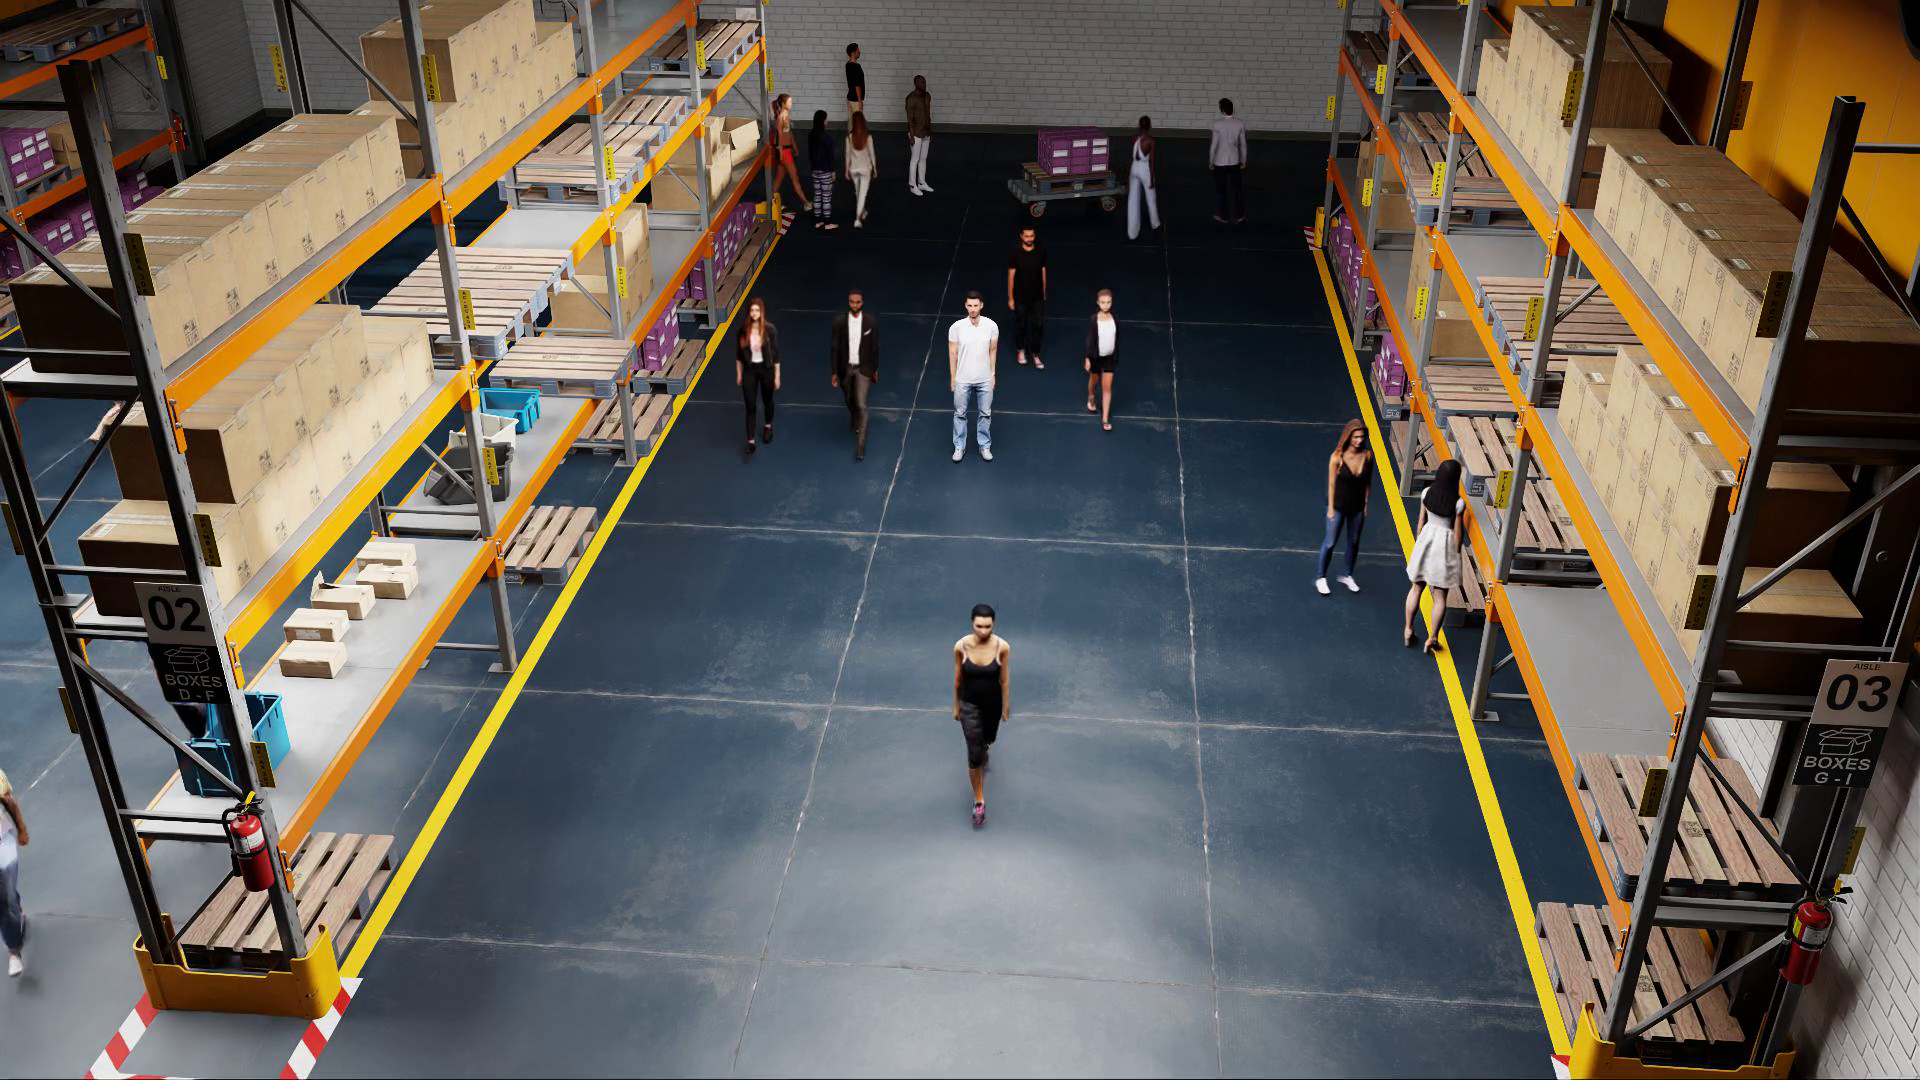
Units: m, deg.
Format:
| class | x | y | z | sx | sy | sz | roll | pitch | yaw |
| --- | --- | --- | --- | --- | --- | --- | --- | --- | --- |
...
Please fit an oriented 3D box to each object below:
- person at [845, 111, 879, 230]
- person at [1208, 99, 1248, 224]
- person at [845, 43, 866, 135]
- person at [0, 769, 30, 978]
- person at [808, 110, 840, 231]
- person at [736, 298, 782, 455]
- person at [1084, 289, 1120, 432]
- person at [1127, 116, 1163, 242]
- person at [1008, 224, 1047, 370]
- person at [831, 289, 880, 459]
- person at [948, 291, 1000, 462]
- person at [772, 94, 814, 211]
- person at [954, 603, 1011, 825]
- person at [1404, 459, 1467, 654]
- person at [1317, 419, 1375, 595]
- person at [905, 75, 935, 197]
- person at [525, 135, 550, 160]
| class | x | y | z | sx | sy | sz | roll | pitch | yaw |
| --- | --- | --- | --- | --- | --- | --- | --- | --- | --- |
| person | -1.474 | -5.375 | 24.329 | 0.720 | 1.680 | 1.128 | 7 | 29 | 13 |
| person | 3.980 | -5.592 | 24.572 | 0.885 | 1.828 | 0.707 | 0 | 29 | -1 |
| person | -1.759 | -7.350 | 27.761 | 0.764 | 1.860 | 0.619 | -10 | 30 | -18 |
| person | -6.378 | 1.952 | 10.888 | 0.965 | 1.689 | 1.179 | -10 | 30 | -17 |
| person | -2.027 | -5.422 | 24.361 | 0.683 | 1.732 | 0.695 | 21 | 35 | 33 |
| person | -2.131 | -1.810 | 17.795 | 0.702 | 1.678 | 1.063 | 0 | 29 | 1 |
| person | 1.552 | -2.054 | 18.408 | 0.694 | 1.518 | 1.095 | -3 | 29 | -5 |
| person | 2.550 | -5.147 | 23.837 | 0.924 | 1.750 | 1.104 | 19 | 34 | 30 |
| person | 0.781 | -2.940 | 19.800 | 0.780 | 1.741 | 0.893 | -6 | 29 | -11 |
| person | -1.125 | -1.831 | 17.742 | 0.705 | 1.766 | 1.161 | 1 | 29 | 1 |
| person | 0.141 | -1.729 | 17.450 | 0.704 | 1.866 | 0.605 | -2 | 29 | -3 |
| person | -2.707 | -5.808 | 25.049 | 0.631 | 1.750 | 0.967 | 2 | 29 | 4 |
| person | 0.166 | 1.182 | 12.299 | 0.644 | 1.689 | 1.119 | -1 | 29 | -1 |
| person | 4.049 | 0.129 | 14.145 | 0.784 | 1.769 | 0.820 | 22 | 36 | 35 |
| person | 3.491 | -0.315 | 15.007 | 0.632 | 1.722 | 0.624 | -7 | 29 | -13 |
| person | -0.632 | -6.335 | 25.937 | 0.869 | 1.825 | 0.729 | 19 | 34 | 31 |
| person | -5.774 | -4.750 | 23.017 | 0.828 | 1.839 | 1.076 | 10 | 30 | 17 |
